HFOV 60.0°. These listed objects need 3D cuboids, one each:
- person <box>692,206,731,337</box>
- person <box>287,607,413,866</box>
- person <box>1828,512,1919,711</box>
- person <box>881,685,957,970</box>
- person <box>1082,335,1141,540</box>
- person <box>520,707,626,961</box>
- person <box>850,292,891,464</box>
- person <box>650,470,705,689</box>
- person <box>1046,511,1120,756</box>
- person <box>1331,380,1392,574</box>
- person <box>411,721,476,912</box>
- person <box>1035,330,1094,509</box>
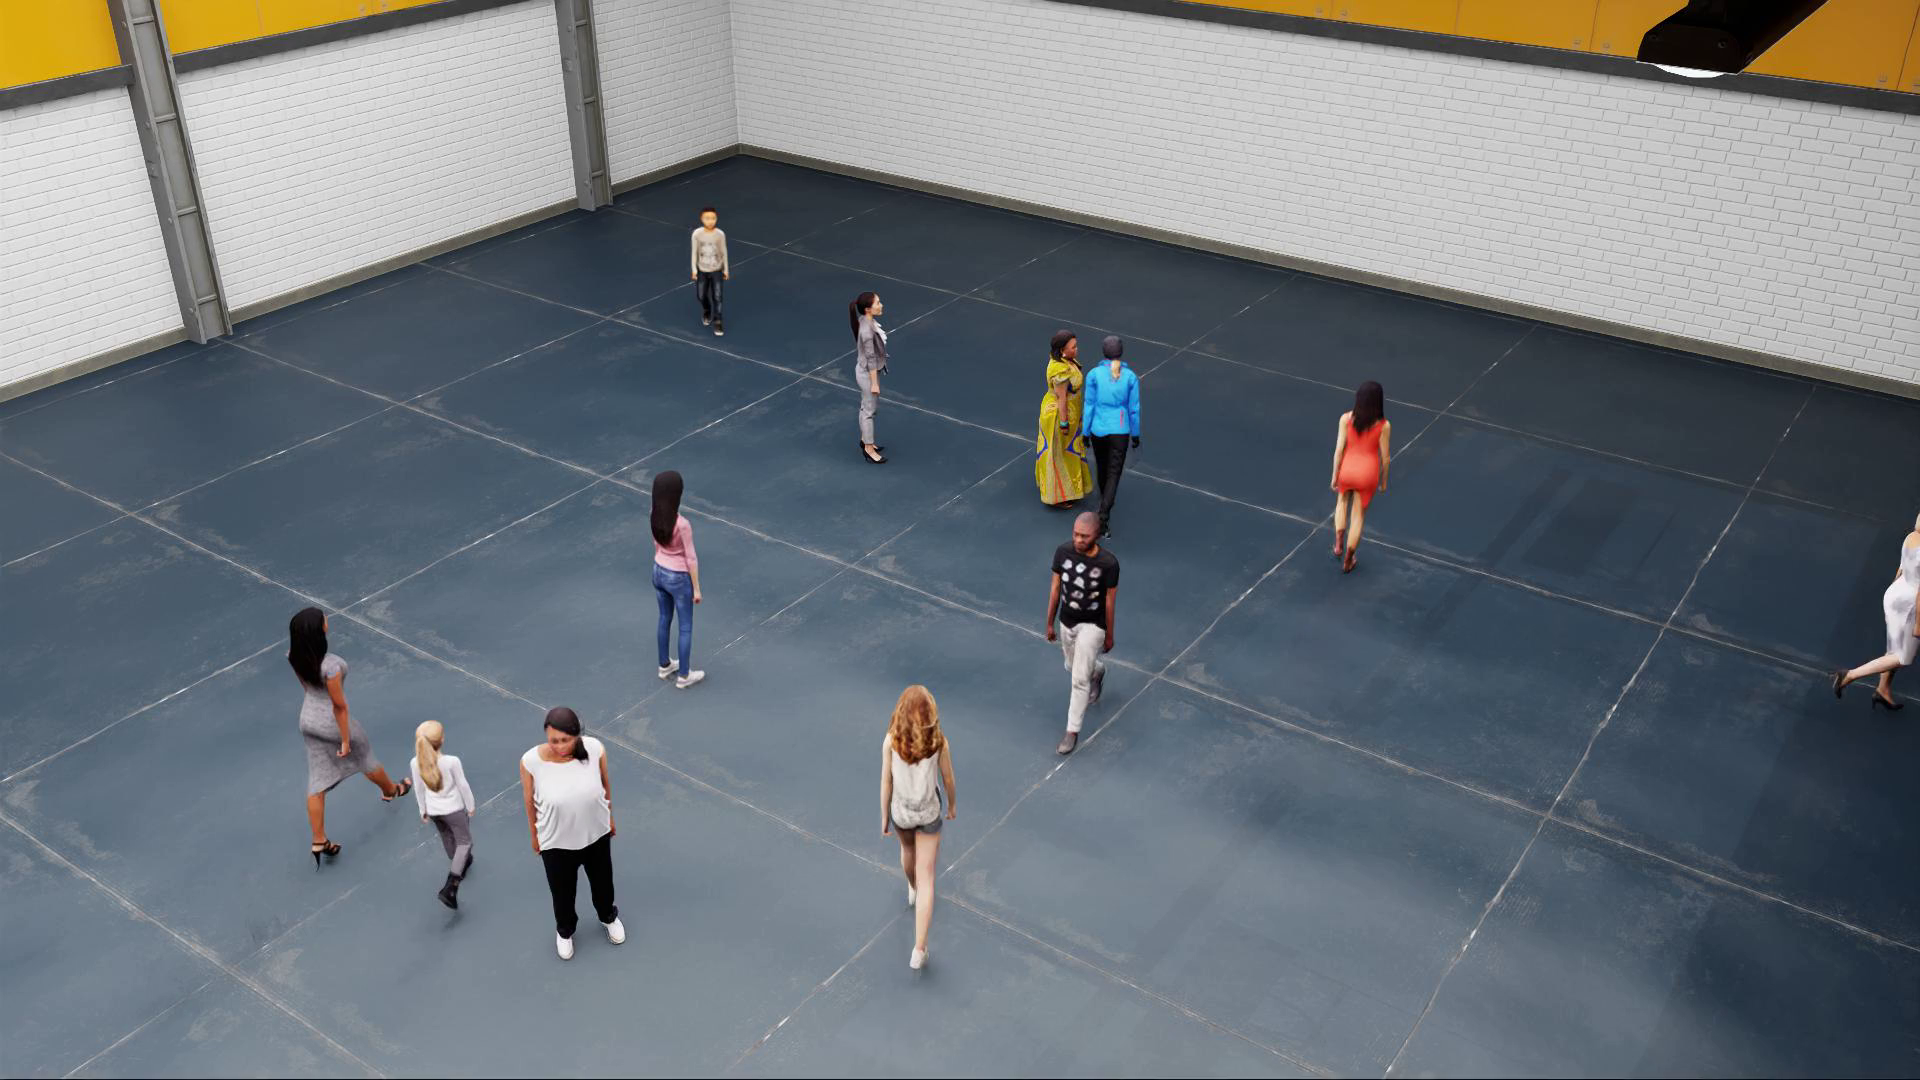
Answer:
[{"bbox_3d":[-2.818,-3.062,18.762,0.781,1.456,0.841,-5,29,-9],"label":"person"},{"bbox_3d":[-4.055,1.269,10.527,0.760,1.740,1.144,11,30,19],"label":"person"},{"bbox_3d":[6.705,0.505,11.935,0.847,1.733,0.878,4,29,8],"label":"person"},{"bbox_3d":[-0.254,1.705,9.753,0.999,1.715,1.210,2,29,4],"label":"person"},{"bbox_3d":[1.288,-0.865,14.419,0.934,1.759,1.284,8,30,14],"label":"person"},{"bbox_3d":[-2.257,1.697,9.796,0.725,1.688,0.821,-12,31,-20],"label":"person"},{"bbox_3d":[-0.863,-1.554,15.766,0.784,1.678,0.719,-4,29,-7],"label":"person"},{"bbox_3d":[-2.132,0.279,12.344,0.577,1.739,0.523,21,35,34],"label":"person"},{"bbox_3d":[0.910,0.576,11.762,0.740,1.773,1.179,16,32,26],"label":"person"},{"bbox_3d":[3.290,-0.486,13.781,0.652,1.704,0.683,12,31,21],"label":"person"},{"bbox_3d":[-3.182,1.693,10.249,0.718,1.263,0.899,3,29,6],"label":"person"},{"bbox_3d":[0.909,-1.116,14.983,1.058,1.661,0.951,1,29,2],"label":"person"}]
